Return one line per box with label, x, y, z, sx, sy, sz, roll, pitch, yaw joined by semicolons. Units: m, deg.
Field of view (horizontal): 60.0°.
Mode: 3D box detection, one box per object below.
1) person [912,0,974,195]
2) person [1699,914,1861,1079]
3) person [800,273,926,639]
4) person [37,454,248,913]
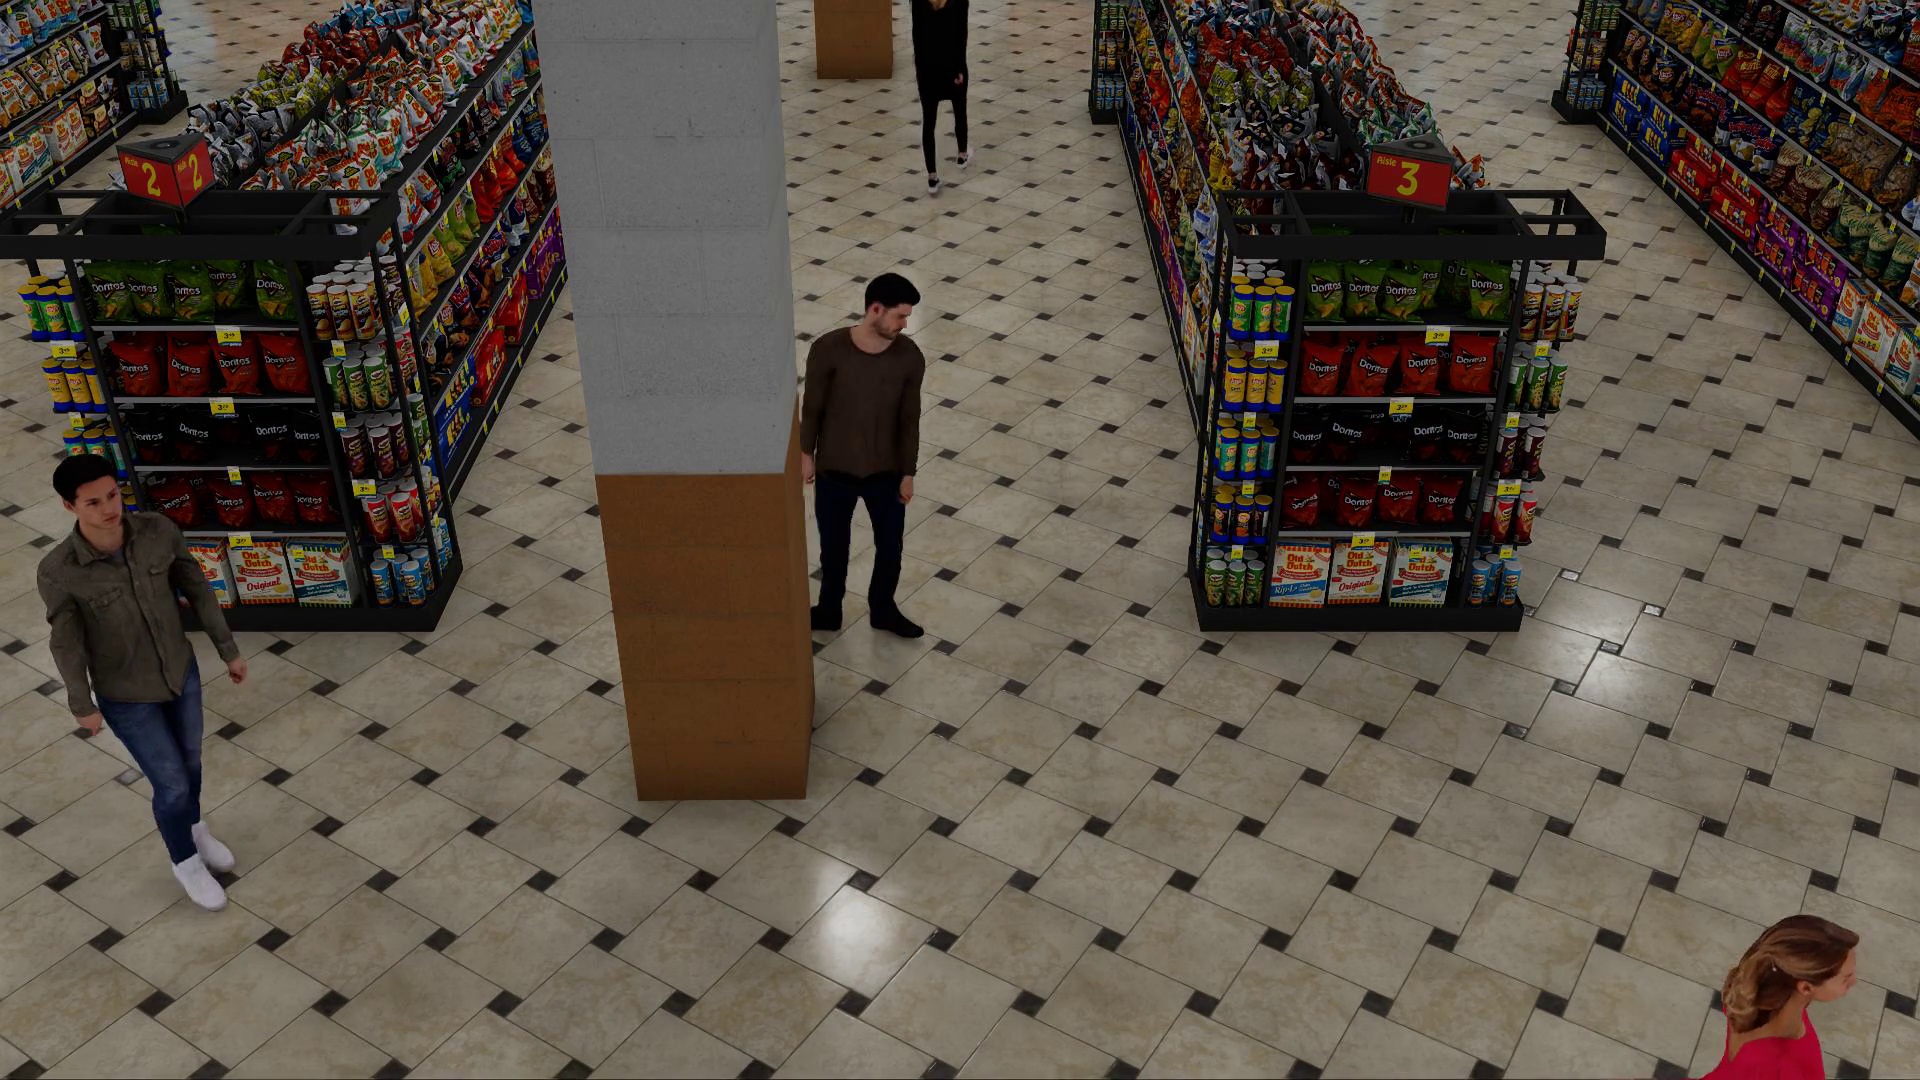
person;-0.168;-3.493;12.567;0.739;1.765;1.089;6;32;9
person;1.928;1.610;4.410;0.692;1.718;0.610;8;33;13
person;-0.508;-0.348;7.428;0.854;1.854;0.553;5;32;8
person;-3.040;0.468;6.121;0.913;1.850;0.820;17;36;25
